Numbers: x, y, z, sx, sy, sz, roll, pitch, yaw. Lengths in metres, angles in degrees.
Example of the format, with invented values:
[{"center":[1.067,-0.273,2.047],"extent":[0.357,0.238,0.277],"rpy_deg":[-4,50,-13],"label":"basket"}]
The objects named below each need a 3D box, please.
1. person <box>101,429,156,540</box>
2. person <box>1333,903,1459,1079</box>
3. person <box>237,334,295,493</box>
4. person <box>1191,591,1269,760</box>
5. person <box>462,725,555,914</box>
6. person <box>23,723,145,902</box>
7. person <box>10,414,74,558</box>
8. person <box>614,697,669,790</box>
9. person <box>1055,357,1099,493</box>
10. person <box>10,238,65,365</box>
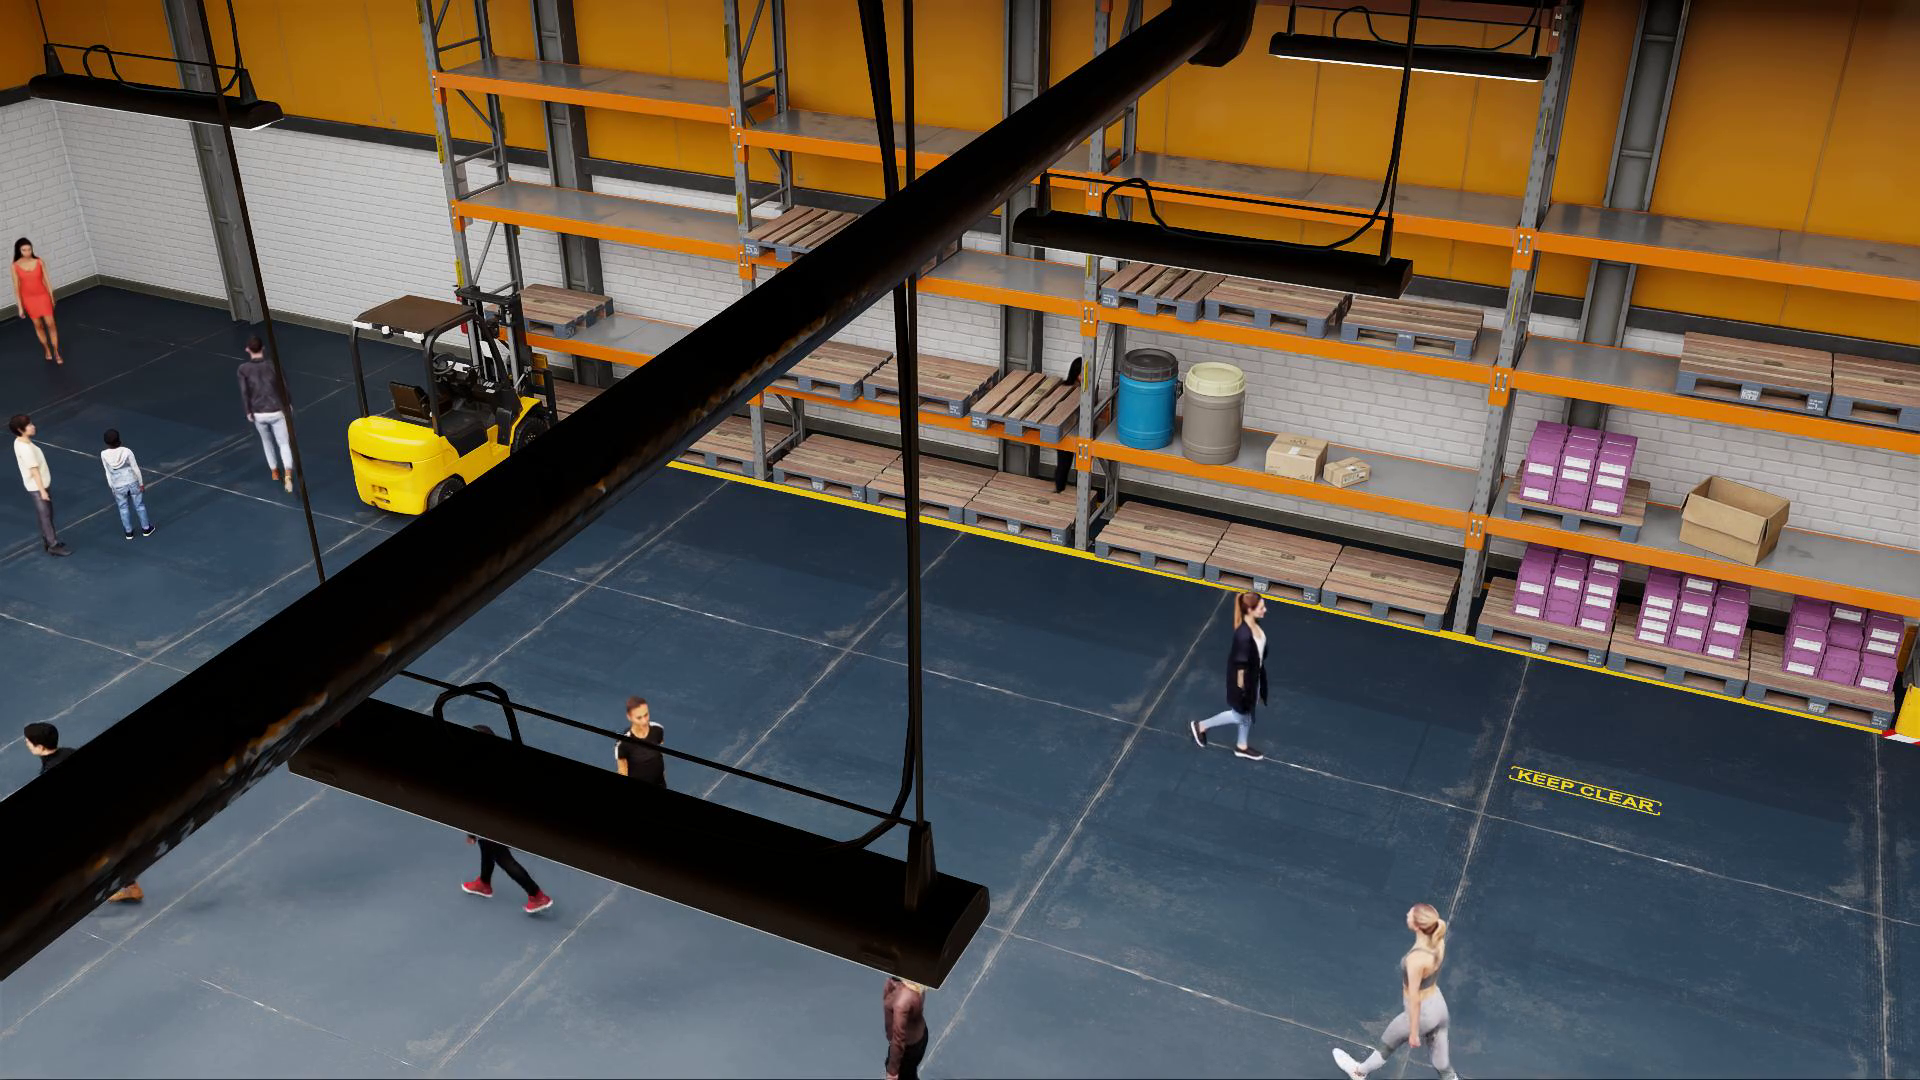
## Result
[{"center":[-8.976,-0.613,17.864],"extent":[0.570,1.260,0.630],"rpy_deg":[-10,30,-18],"label":"person"},{"center":[3.023,3.109,10.652],"extent":[0.864,1.632,1.229],"rpy_deg":[-25,37,-38],"label":"person"},{"center":[-7.773,-1.403,18.739],"extent":[1.087,1.810,1.180],"rpy_deg":[-12,31,-21],"label":"person"},{"center":[2.336,1.160,14.188],"extent":[0.874,1.668,0.657],"rpy_deg":[10,30,17],"label":"person"},{"center":[-3.439,2.117,12.457],"extent":[1.087,1.645,0.676],"rpy_deg":[9,30,16],"label":"person"},{"center":[-6.574,2.084,12.474],"extent":[1.158,1.686,0.932],"rpy_deg":[0,29,0],"label":"person"},{"center":[-9.674,-0.576,17.453],"extent":[0.715,1.588,0.580],"rpy_deg":[-20,34,-32],"label":"person"},{"center":[-2.507,1.891,12.887],"extent":[0.933,1.630,1.128],"rpy_deg":[-18,33,-29],"label":"person"},{"center":[1.283,-1.190,18.344],"extent":[0.776,1.812,0.839],"rpy_deg":[-10,30,-17],"label":"person"},{"center":[-12.321,-3.205,22.160],"extent":[0.840,1.696,0.927],"rpy_deg":[-15,32,-25],"label":"person"}]
